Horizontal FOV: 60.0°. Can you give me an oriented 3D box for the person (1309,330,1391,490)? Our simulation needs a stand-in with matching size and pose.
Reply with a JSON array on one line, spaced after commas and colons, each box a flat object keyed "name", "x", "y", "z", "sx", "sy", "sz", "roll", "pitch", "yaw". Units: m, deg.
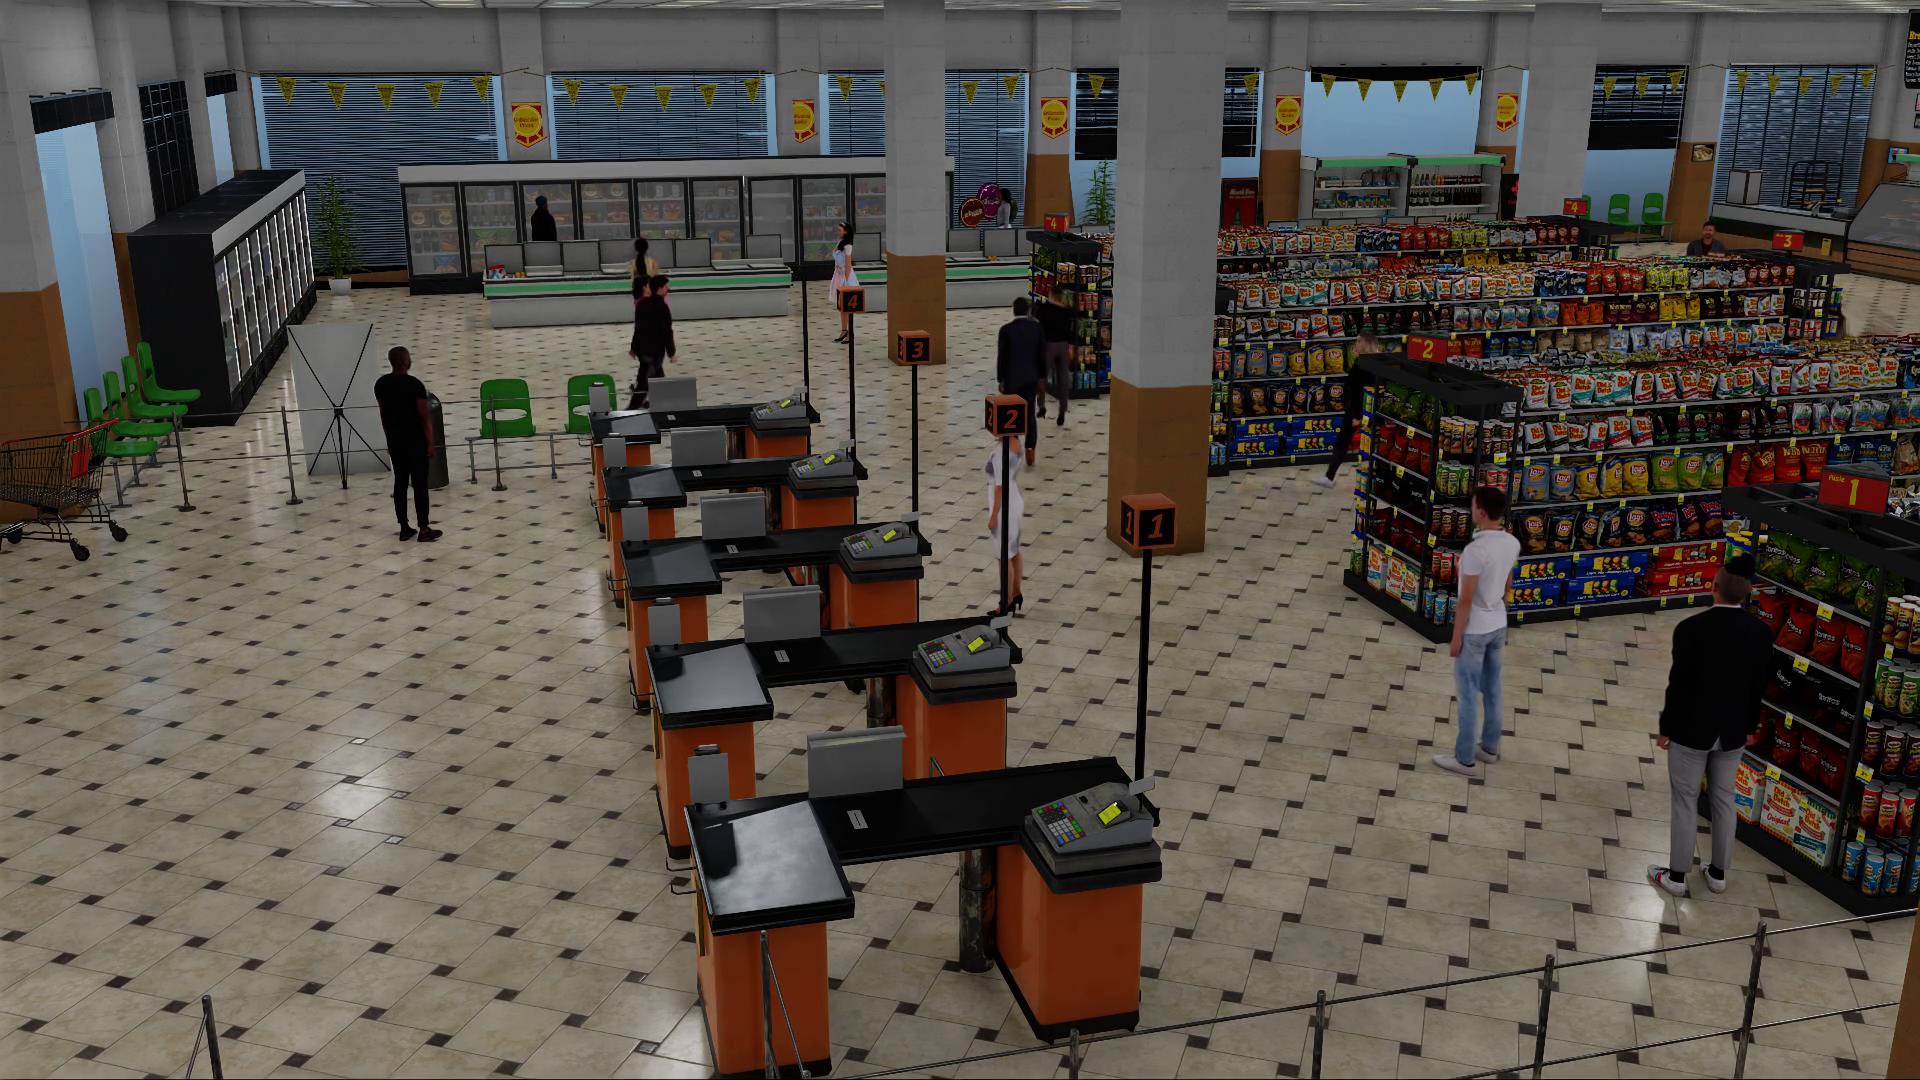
[{"name": "person", "x": 4.198, "y": -1.273, "z": 16.929, "sx": 1.122, "sy": 1.640, "sz": 0.645, "roll": -4, "pitch": 17, "yaw": -12}]

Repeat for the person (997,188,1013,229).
[{"name": "person", "x": 0.873, "y": -5.945, "z": 32.171, "sx": 0.578, "sy": 1.723, "sz": 0.631, "roll": -1, "pitch": 17, "yaw": -3}]

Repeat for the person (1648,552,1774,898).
[{"name": "person", "x": 4.048, "y": 0.984, "z": 8.964, "sx": 0.591, "sy": 1.950, "sz": 0.814, "roll": -1, "pitch": 17, "yaw": -4}]

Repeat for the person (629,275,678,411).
[{"name": "person", "x": -3.758, "y": -2.187, "z": 19.719, "sx": 1.079, "sy": 1.768, "sz": 1.278, "roll": 16, "pitch": 23, "yaw": 42}]

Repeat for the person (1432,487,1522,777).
[{"name": "person", "x": 3.304, "y": 0.567, "z": 10.506, "sx": 0.625, "sy": 1.851, "sz": 0.777, "roll": -13, "pitch": 21, "yaw": -37}]

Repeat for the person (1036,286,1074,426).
[{"name": "person", "x": 1.169, "y": -2.182, "z": 19.898, "sx": 0.707, "sy": 1.655, "sz": 0.667, "roll": -5, "pitch": 17, "yaw": -15}]

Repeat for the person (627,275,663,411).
[{"name": "person", "x": -4.000, "y": -2.451, "z": 20.737, "sx": 0.863, "sy": 1.682, "sz": 0.781, "roll": 7, "pitch": 18, "yaw": 21}]

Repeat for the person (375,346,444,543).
[{"name": "person", "x": -5.101, "y": -0.887, "z": 15.348, "sx": 0.683, "sy": 1.820, "sz": 0.809, "roll": 4, "pitch": 17, "yaw": 14}]

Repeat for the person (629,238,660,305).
[{"name": "person", "x": -4.436, "y": -3.339, "z": 23.513, "sx": 0.664, "sy": 1.768, "sz": 0.749, "roll": 0, "pitch": 17, "yaw": 0}]

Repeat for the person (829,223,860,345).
[{"name": "person", "x": -1.766, "y": -3.917, "z": 25.324, "sx": 0.781, "sy": 1.822, "sz": 0.753, "roll": -8, "pitch": 19, "yaw": -25}]

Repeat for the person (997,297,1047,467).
[{"name": "person", "x": 0.683, "y": -1.710, "z": 18.084, "sx": 1.166, "sy": 1.805, "sz": 0.897, "roll": -1, "pitch": 17, "yaw": -5}]

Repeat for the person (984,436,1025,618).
[{"name": "person", "x": 0.370, "y": -0.244, "z": 13.351, "sx": 0.688, "sy": 1.750, "sz": 0.644, "roll": 7, "pitch": 18, "yaw": 23}]

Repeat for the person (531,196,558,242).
[{"name": "person", "x": -7.393, "y": -5.219, "z": 29.617, "sx": 0.743, "sy": 1.818, "sz": 0.816, "roll": 8, "pitch": 19, "yaw": 26}]

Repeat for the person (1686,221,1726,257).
[{"name": "person", "x": 11.177, "y": -3.868, "z": 25.076, "sx": 0.752, "sy": 1.872, "sz": 0.846, "roll": 7, "pitch": 18, "yaw": 21}]
